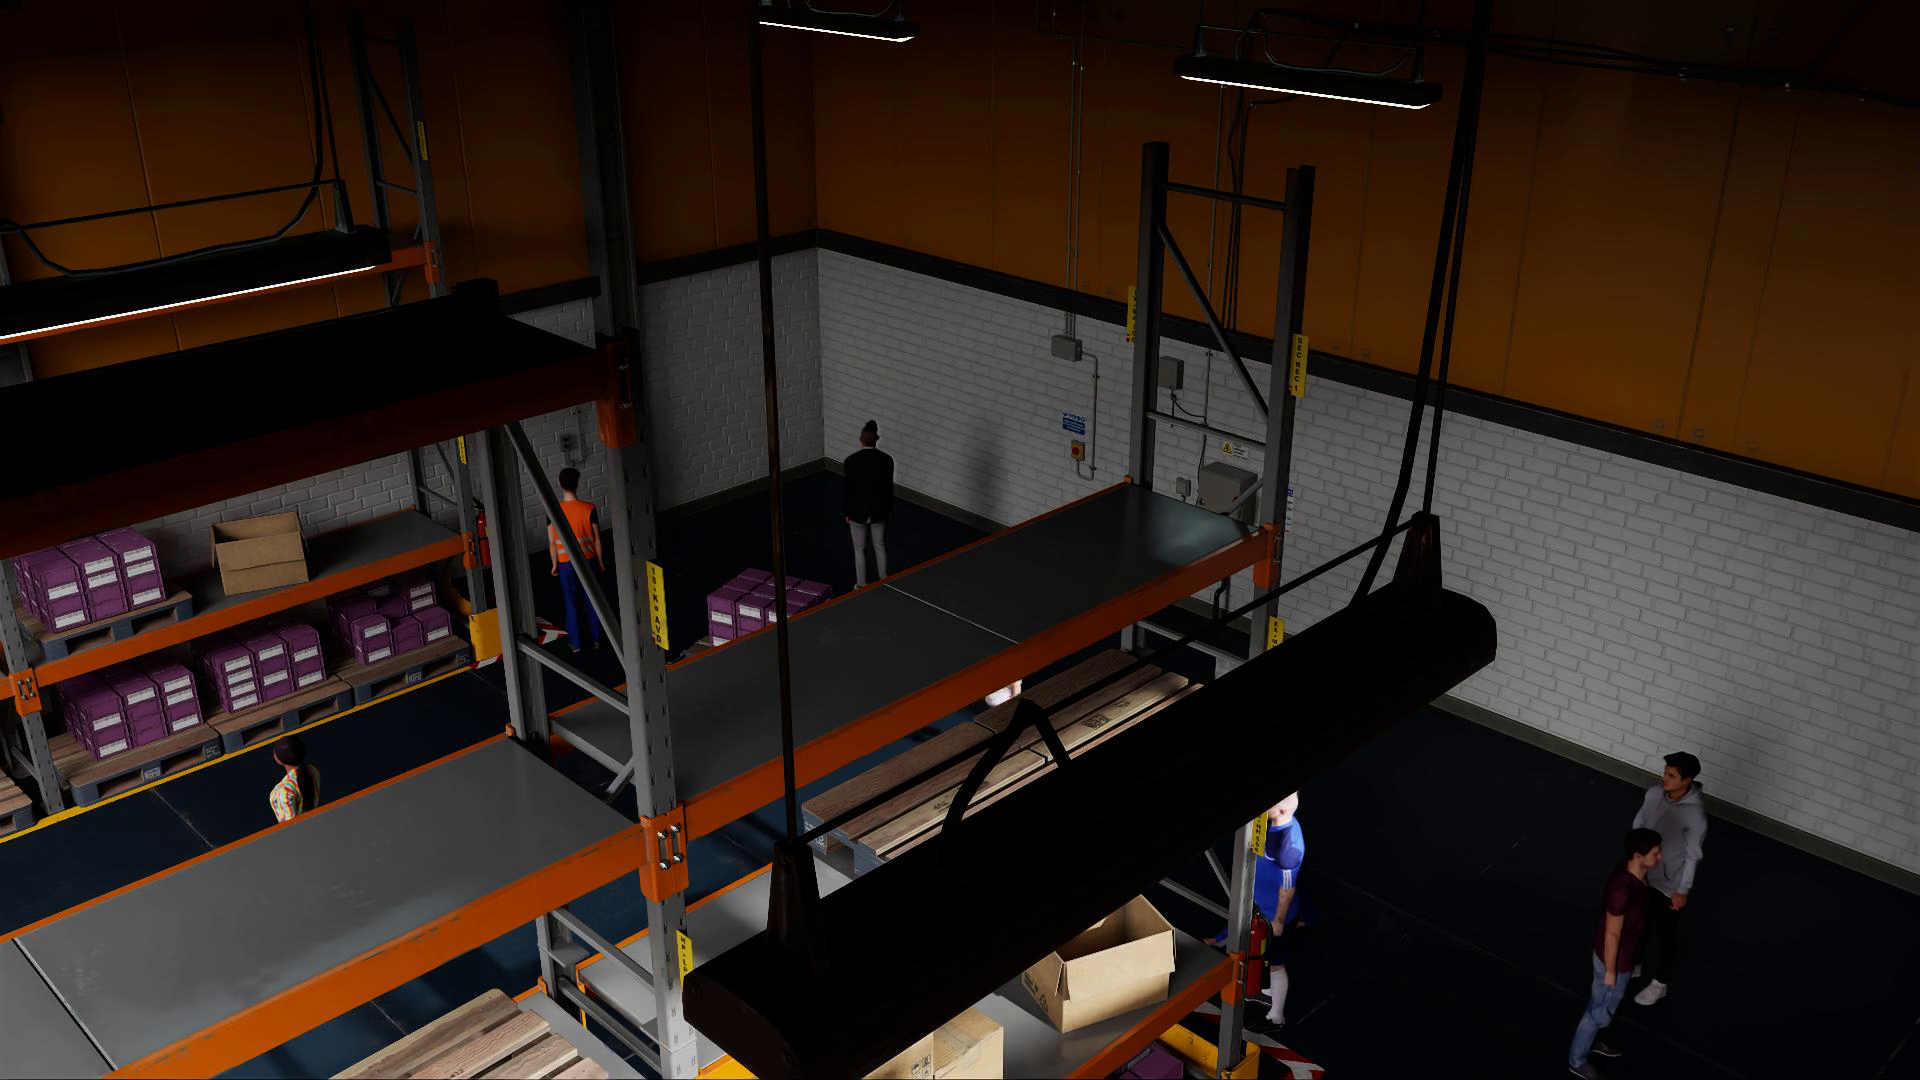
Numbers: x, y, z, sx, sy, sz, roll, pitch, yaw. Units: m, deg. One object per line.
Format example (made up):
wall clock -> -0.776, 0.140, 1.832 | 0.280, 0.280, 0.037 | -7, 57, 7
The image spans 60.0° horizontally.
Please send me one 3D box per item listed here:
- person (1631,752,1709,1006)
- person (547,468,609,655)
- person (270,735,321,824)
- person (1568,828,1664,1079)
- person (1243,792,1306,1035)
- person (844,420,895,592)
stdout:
person -> 4.801, 2.272, 11.340 | 0.698, 1.928, 0.751 | -11, 26, -23
person -> -3.703, 0.209, 16.120 | 0.747, 1.880, 0.847 | -5, 24, -12
person -> -4.610, 2.165, 11.754 | 0.737, 1.794, 0.643 | 4, 24, 9
person -> 4.202, 2.622, 10.641 | 0.755, 1.848, 0.553 | 14, 27, 29
person -> 2.093, 2.434, 11.079 | 0.803, 1.841, 0.739 | 0, 24, 1
person -> -0.941, -0.324, 17.252 | 0.710, 1.951, 0.840 | -7, 24, -15
